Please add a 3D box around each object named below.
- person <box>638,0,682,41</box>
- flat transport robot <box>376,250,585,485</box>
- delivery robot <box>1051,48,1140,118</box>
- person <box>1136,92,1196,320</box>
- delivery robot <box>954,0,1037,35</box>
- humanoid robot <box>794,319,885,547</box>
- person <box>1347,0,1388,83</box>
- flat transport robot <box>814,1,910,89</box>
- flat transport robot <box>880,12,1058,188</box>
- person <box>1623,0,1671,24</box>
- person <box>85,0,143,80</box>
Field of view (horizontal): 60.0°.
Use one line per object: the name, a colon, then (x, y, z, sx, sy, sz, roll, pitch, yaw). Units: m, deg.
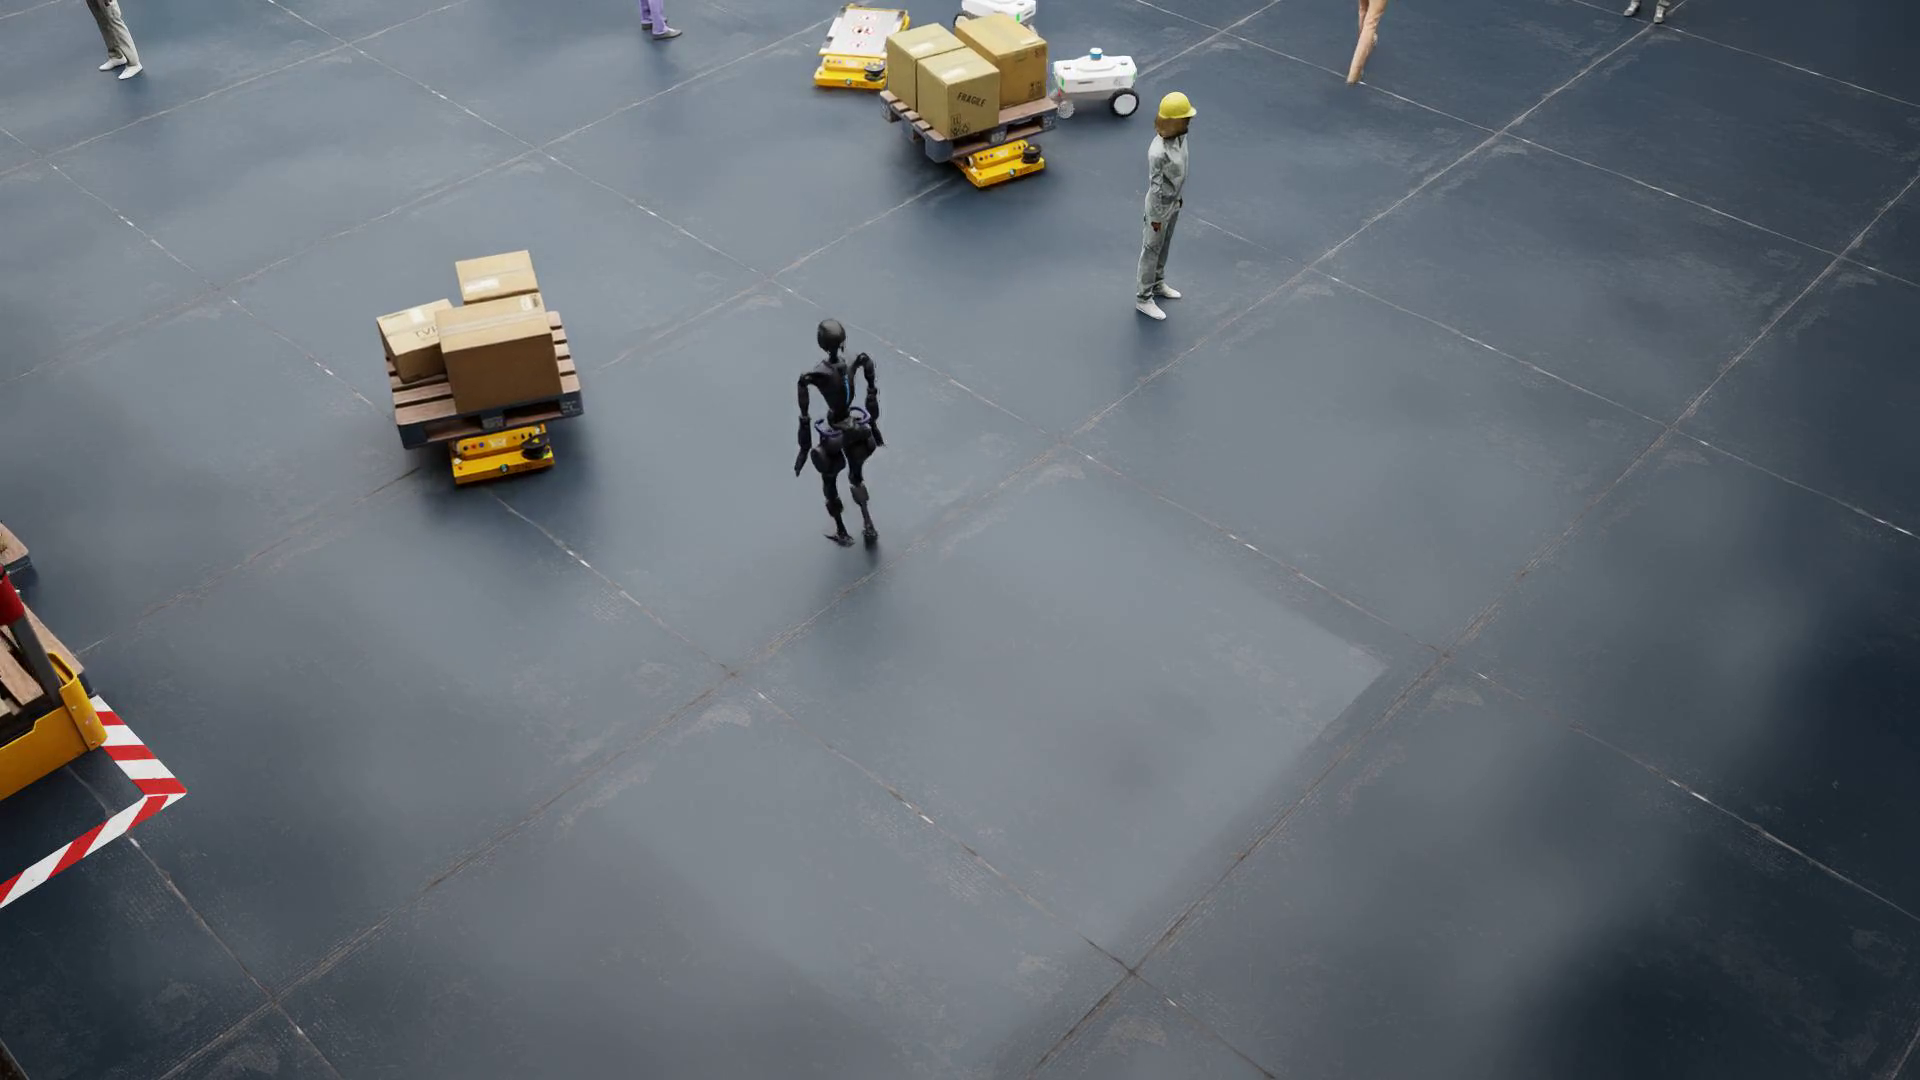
person: (-2.940, -5.623, 15.606, 0.376, 1.835, 0.568, -24, 47, -25)
flat transport robot: (-3.272, -0.940, 11.571, 0.659, 0.231, 1.431, -13, 44, -14)
delivery robot: (1.210, -4.104, 14.860, 0.769, 0.577, 0.499, -7, 42, -7)
person: (1.509, -2.454, 12.149, 0.287, 1.746, 0.487, 19, 45, 20)
delivery robot: (0.349, -5.055, 15.943, 0.805, 0.612, 0.499, 27, 48, 26)
humanoid robot: (-0.713, -0.602, 10.161, 0.617, 1.642, 0.407, -24, 47, -24)
person: (3.801, -5.087, 15.113, 0.505, 1.695, 0.921, 19, 45, 20)
flat transport robot: (-0.916, -4.682, 15.730, 0.659, 0.231, 1.431, 6, 42, 6)
flat transport robot: (0.081, -3.522, 14.440, 0.659, 0.231, 1.431, -21, 46, -22)
person: (6.790, -5.894, 15.910, 0.568, 1.832, 0.402, 19, 45, 20)
person: (-7.836, -4.995, 15.051, 0.521, 1.638, 0.308, 28, 49, 27)
